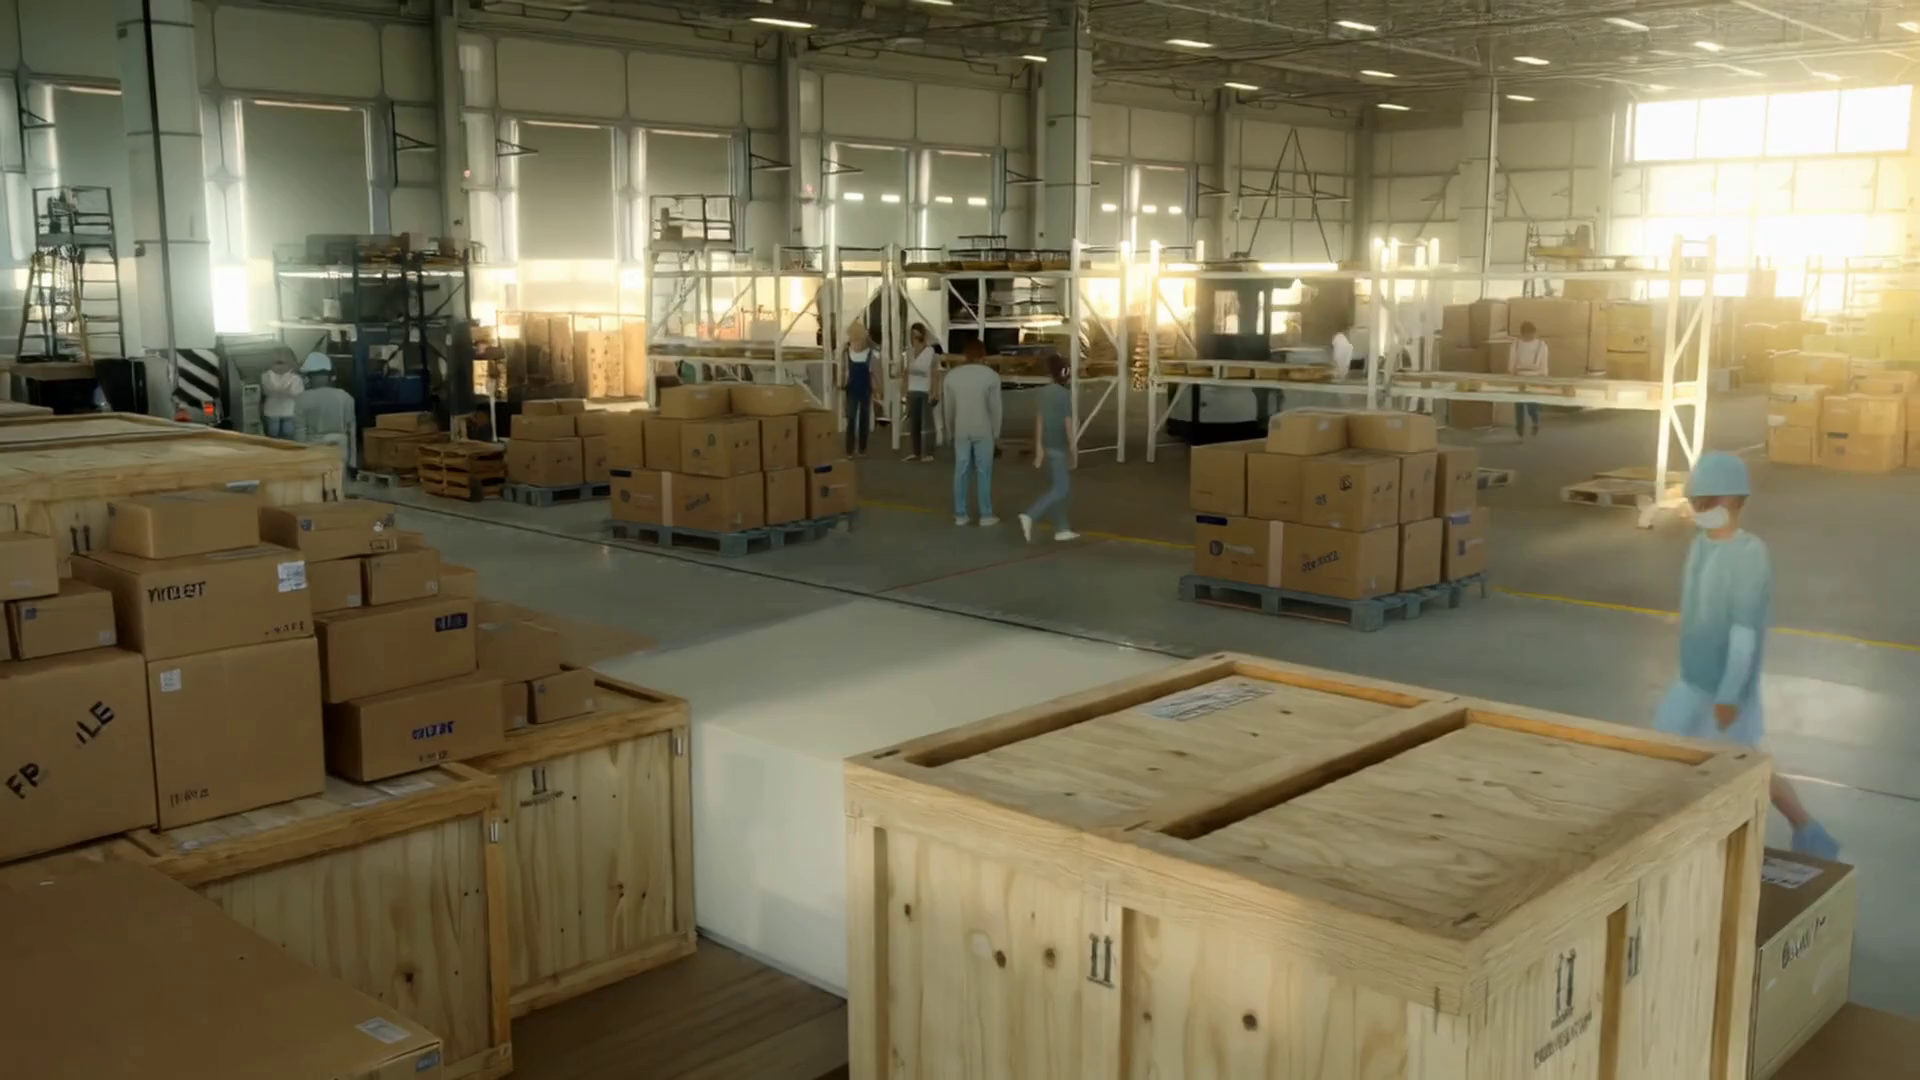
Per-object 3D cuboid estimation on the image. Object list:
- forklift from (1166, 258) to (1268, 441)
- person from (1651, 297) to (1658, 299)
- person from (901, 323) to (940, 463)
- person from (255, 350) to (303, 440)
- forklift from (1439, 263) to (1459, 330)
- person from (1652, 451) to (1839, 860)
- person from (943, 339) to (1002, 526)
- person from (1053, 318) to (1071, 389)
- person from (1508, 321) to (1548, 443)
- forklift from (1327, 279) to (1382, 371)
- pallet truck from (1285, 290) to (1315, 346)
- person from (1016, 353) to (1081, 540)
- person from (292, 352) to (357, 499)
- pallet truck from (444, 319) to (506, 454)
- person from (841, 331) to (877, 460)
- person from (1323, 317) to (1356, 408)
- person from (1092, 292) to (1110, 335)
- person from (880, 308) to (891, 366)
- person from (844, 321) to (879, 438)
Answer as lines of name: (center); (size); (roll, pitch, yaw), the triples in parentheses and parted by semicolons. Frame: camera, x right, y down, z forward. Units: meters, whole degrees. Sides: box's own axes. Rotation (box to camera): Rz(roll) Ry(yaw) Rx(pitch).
forklift: (4.192, -3.014, 26.026); (1.129, 2.768, 1.873); (9, 13, 43)
person: (18.148, -5.391, 43.509); (0.362, 1.933, 0.633); (9, 13, 43)
person: (-0.538, -2.025, 22.900); (0.593, 1.920, 0.391); (7, 11, 35)
person: (-8.522, -1.559, 20.881); (0.537, 1.646, 0.899); (0, 9, 1)
forklift: (13.677, -6.389, 46.716); (1.873, 2.768, 1.129); (3, 10, 17)
person: (3.328, 0.560, 7.149); (0.959, 1.904, 0.553); (0, 9, -1)
person: (0.141, -1.109, 17.227); (0.632, 1.940, 0.372); (3, 10, 20)
person: (2.008, -3.334, 31.483); (0.485, 1.739, 0.319); (-2, 10, -13)
person: (8.725, -2.435, 25.573); (0.581, 1.867, 0.566); (6, 11, 34)
forklift: (10.016, -5.866, 43.508); (1.873, 2.768, 1.129); (9, 13, 43)
pallet truck: (11.297, -6.951, 52.861); (1.885, 1.965, 0.823); (-5, 11, -29)
person: (0.879, -0.887, 16.152); (0.701, 1.849, 0.530); (-5, 11, -28)
person: (-5.660, -0.707, 14.821); (0.408, 1.918, 0.593); (7, 12, 38)
pallet truck: (-6.981, -1.942, 22.150); (1.885, 1.965, 0.823); (1, 9, 9)
person: (-1.414, -2.012, 23.205); (0.509, 1.789, 0.919); (0, 9, -1)
person: (6.070, -2.520, 26.000); (0.975, 1.893, 0.661); (2, 9, 12)
person: (4.357, -6.687, 51.463); (0.544, 1.930, 0.388); (1, 9, 5)
person: (-1.974, -5.341, 44.116); (0.313, 1.634, 0.515); (1, 9, 7)
person: (-1.579, -2.514, 26.147); (0.625, 1.841, 0.429); (-7, 12, -38)
